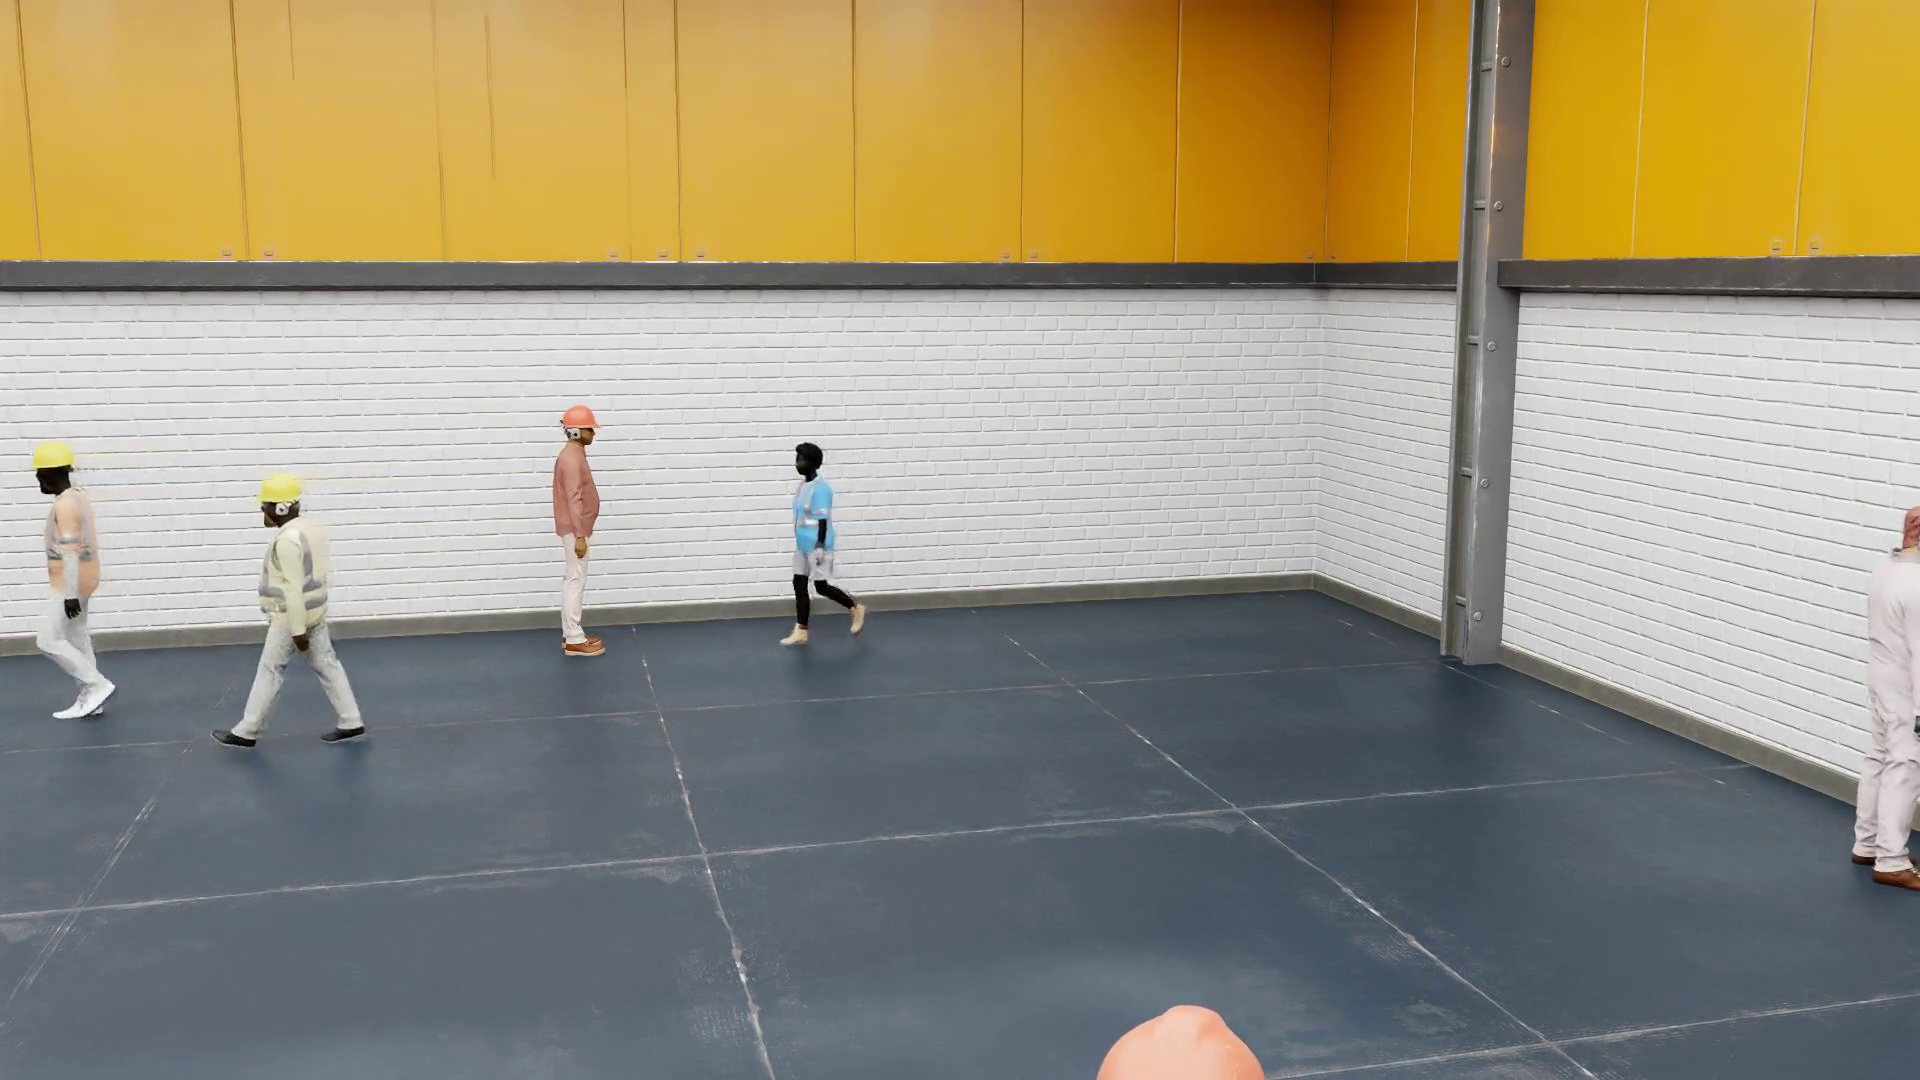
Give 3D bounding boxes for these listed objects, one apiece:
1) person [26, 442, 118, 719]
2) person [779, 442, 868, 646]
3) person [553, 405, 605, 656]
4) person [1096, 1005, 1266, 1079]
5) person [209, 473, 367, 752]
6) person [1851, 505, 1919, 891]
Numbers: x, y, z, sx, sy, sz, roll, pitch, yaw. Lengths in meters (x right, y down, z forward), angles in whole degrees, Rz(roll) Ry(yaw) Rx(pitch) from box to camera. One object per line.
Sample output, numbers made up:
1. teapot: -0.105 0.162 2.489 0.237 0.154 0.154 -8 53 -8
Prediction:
1. person: -6.026 0.290 11.215 0.421 1.910 0.617 -4 10 -24
2. person: -1.123 0.029 13.552 0.670 1.679 0.533 -6 11 -31
3. person: -3.035 -0.082 13.278 0.397 1.992 0.622 -2 9 -15
4. person: 0.285 1.644 2.357 0.616 2.039 0.387 4 10 26
5. person: -4.275 0.459 10.563 0.932 1.782 0.588 -1 9 -5
6. person: 4.735 0.765 8.269 0.403 1.906 0.651 2 9 11
